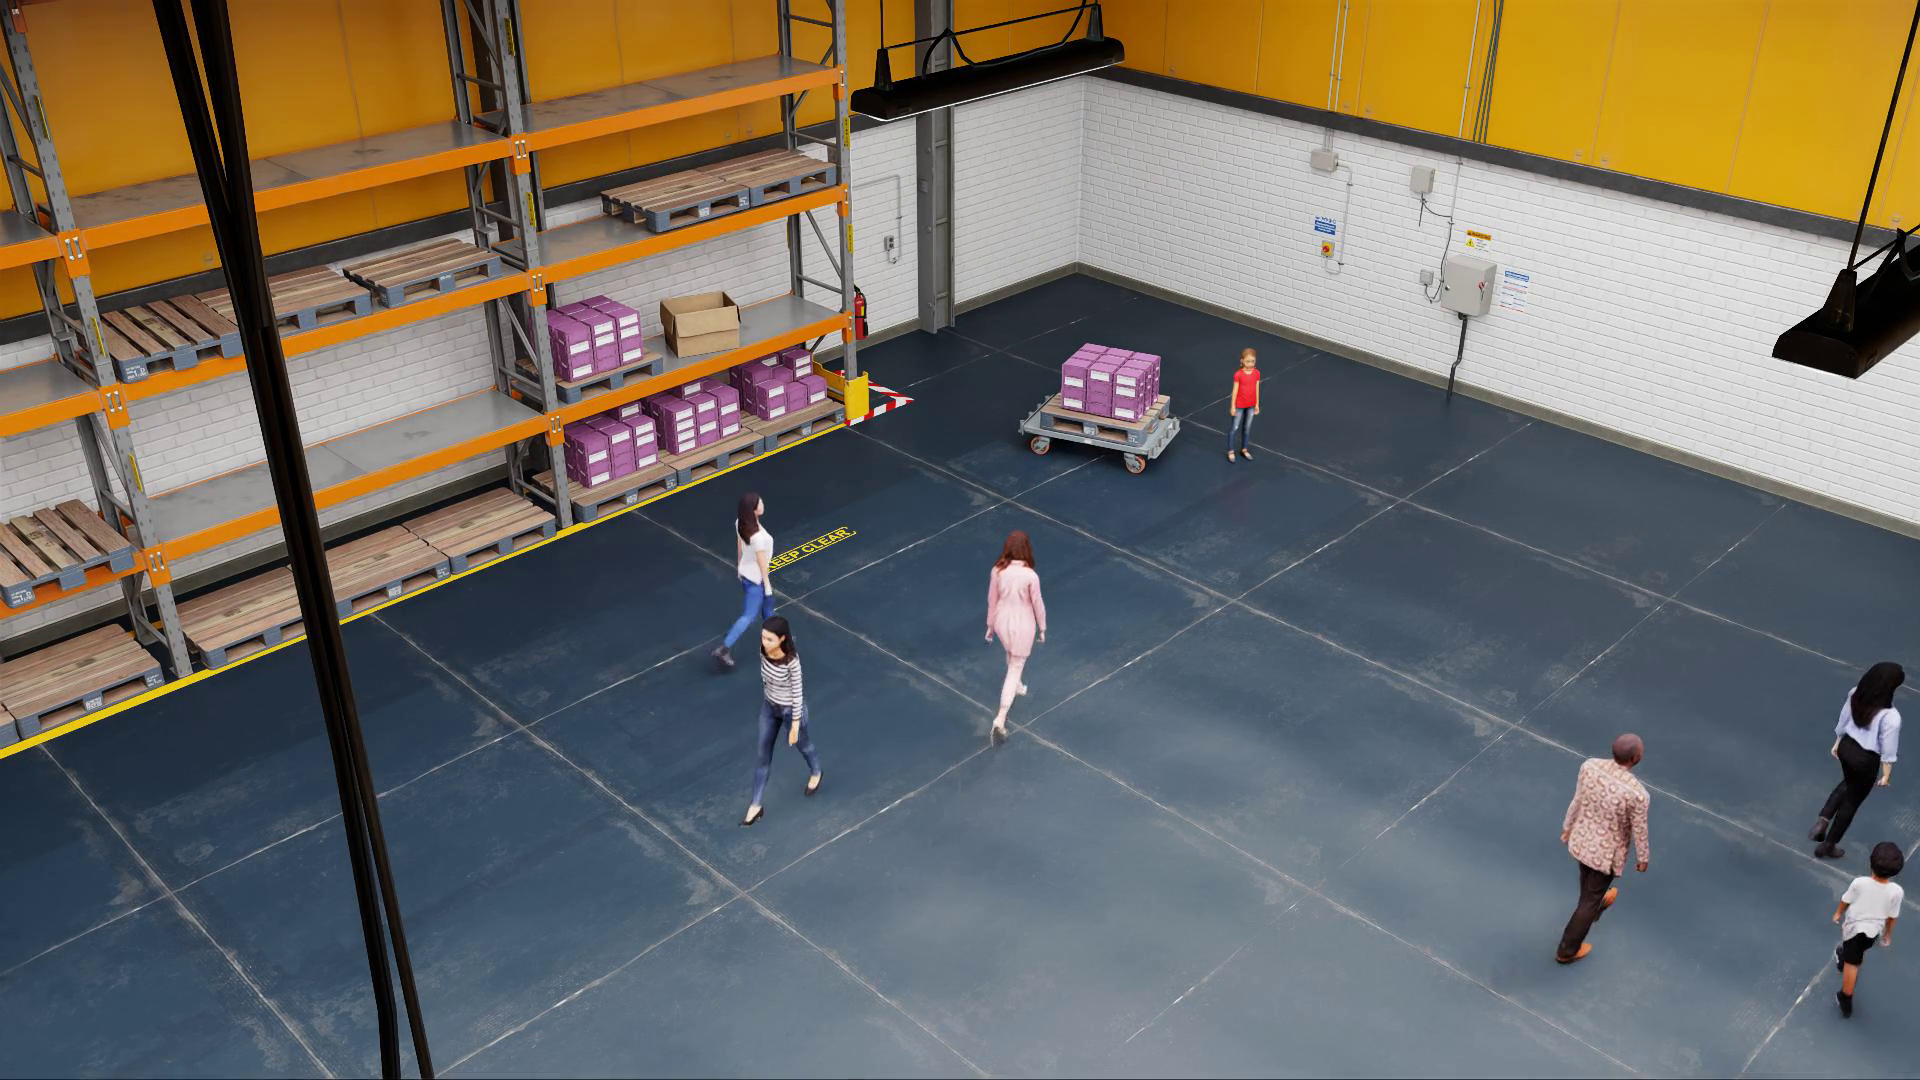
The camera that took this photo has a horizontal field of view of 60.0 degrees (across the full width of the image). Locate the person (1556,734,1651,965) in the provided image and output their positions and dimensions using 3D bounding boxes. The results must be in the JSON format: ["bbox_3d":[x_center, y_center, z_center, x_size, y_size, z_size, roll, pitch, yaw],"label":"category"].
[{"bbox_3d":[4.311,2.130,11.340,1.142,1.771,0.886,-17,33,-28],"label":"person"}]

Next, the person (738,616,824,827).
[{"bbox_3d":[-1.283,1.341,12.823,0.736,1.737,1.169,19,34,31],"label":"person"}]

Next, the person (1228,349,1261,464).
[{"bbox_3d":[3.157,-1.515,18.503,0.549,1.311,0.631,-7,29,-13],"label":"person"}]

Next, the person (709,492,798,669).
[{"bbox_3d":[-1.890,0.386,14.660,1.171,1.654,0.817,-15,32,-25],"label":"person"}]

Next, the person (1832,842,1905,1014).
[{"bbox_3d":[6.024,2.589,11.064,0.755,1.229,0.937,8,30,15],"label":"person"}]

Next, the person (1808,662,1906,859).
[{"bbox_3d":[6.548,1.648,12.265,0.805,1.732,0.781,-8,30,-14],"label":"person"}]

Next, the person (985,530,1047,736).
[{"bbox_3d":[0.419,0.807,13.775,0.911,1.762,1.215,12,31,21],"label":"person"}]
